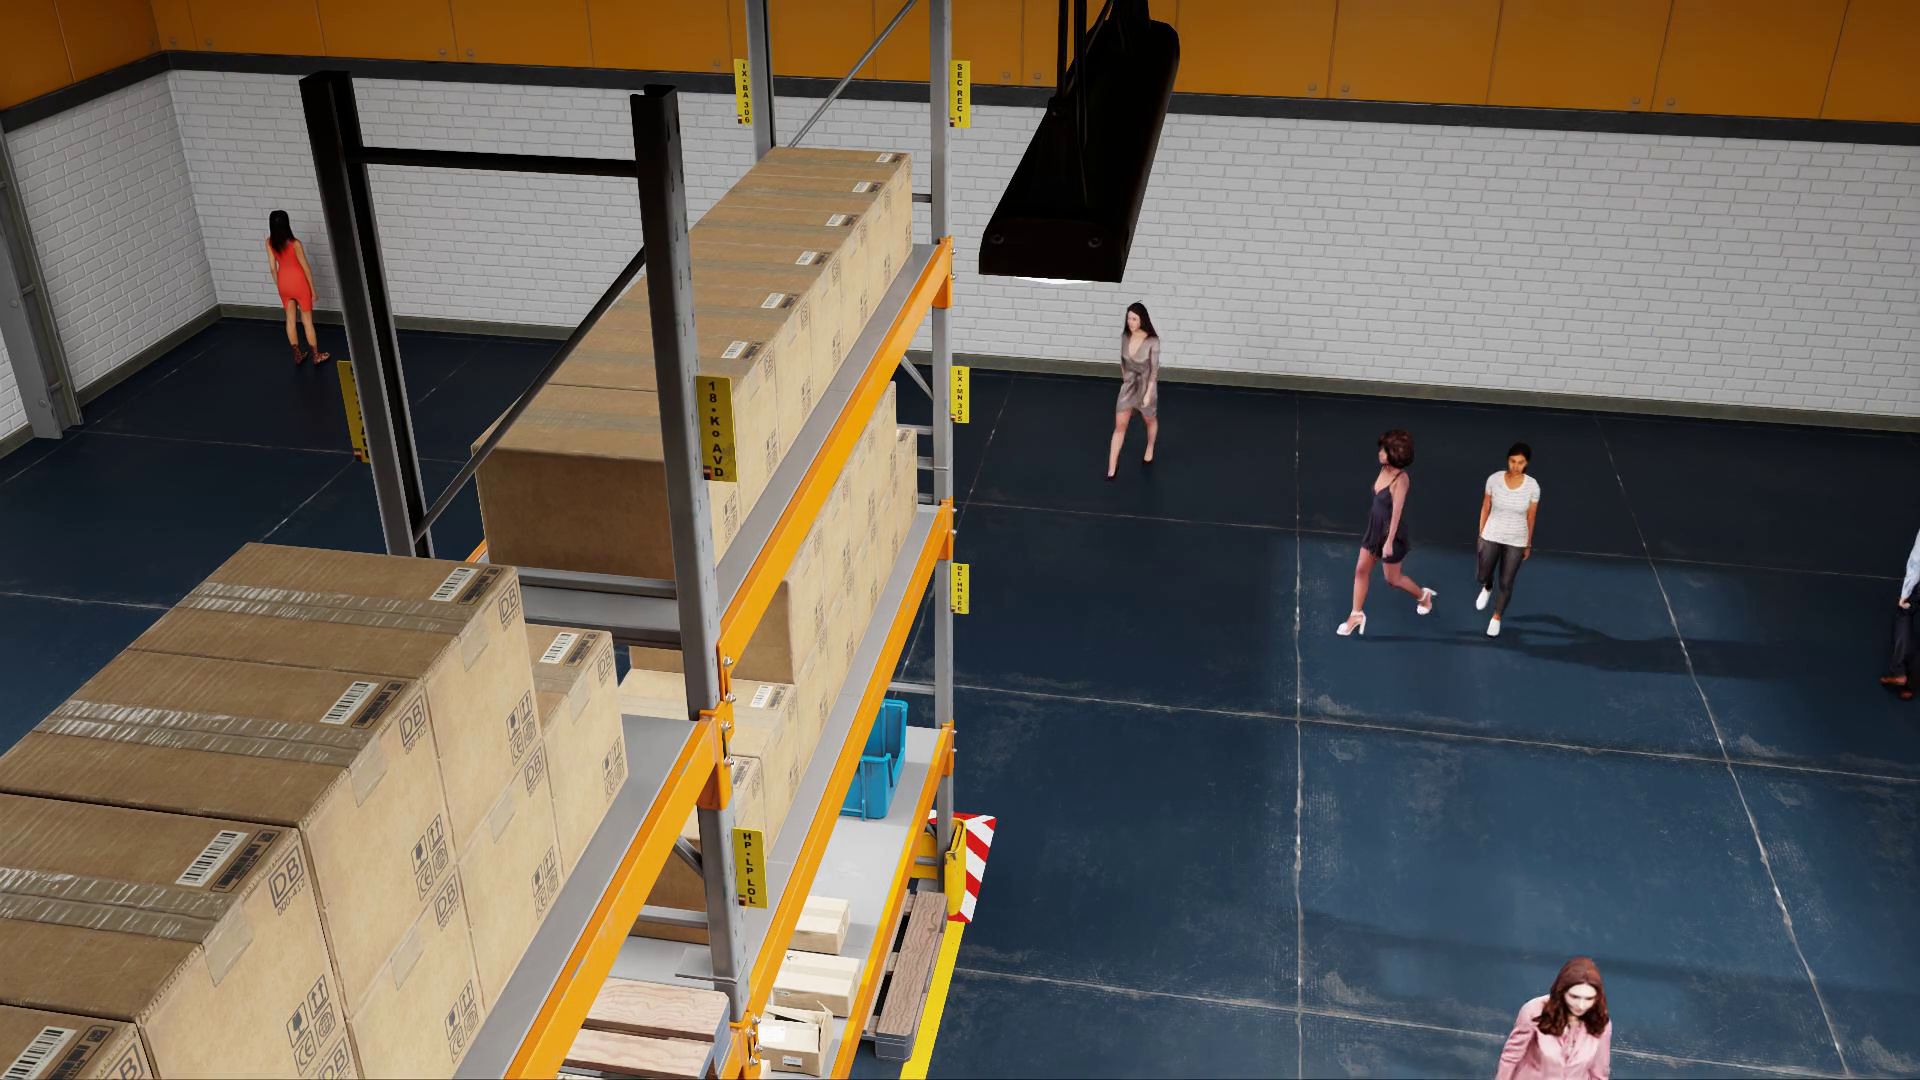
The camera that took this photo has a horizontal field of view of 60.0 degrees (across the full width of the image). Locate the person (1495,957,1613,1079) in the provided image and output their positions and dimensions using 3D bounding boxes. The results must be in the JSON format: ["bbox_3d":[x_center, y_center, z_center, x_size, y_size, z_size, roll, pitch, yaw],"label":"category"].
[{"bbox_3d":[2.793,2.635,7.974,0.660,1.788,0.637,2,29,4],"label":"person"}]

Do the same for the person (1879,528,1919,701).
[{"bbox_3d":[7.091,0.407,12.069,0.692,1.779,0.711,9,30,16],"label":"person"}]

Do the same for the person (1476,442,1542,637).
[{"bbox_3d":[4.291,-0.042,13.048,0.669,1.630,0.776,12,31,22],"label":"person"}]

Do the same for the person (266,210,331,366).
[{"bbox_3d":[-7.143,-2.706,17.839,0.591,1.719,0.531,3,29,6],"label":"person"}]

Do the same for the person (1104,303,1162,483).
[{"bbox_3d":[1.711,-1.386,15.454,0.869,1.686,1.186,16,33,27],"label":"person"}]

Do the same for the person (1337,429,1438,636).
[{"bbox_3d":[3.377,-0.022,12.872,0.917,1.763,1.045,-8,30,-14],"label":"person"}]
